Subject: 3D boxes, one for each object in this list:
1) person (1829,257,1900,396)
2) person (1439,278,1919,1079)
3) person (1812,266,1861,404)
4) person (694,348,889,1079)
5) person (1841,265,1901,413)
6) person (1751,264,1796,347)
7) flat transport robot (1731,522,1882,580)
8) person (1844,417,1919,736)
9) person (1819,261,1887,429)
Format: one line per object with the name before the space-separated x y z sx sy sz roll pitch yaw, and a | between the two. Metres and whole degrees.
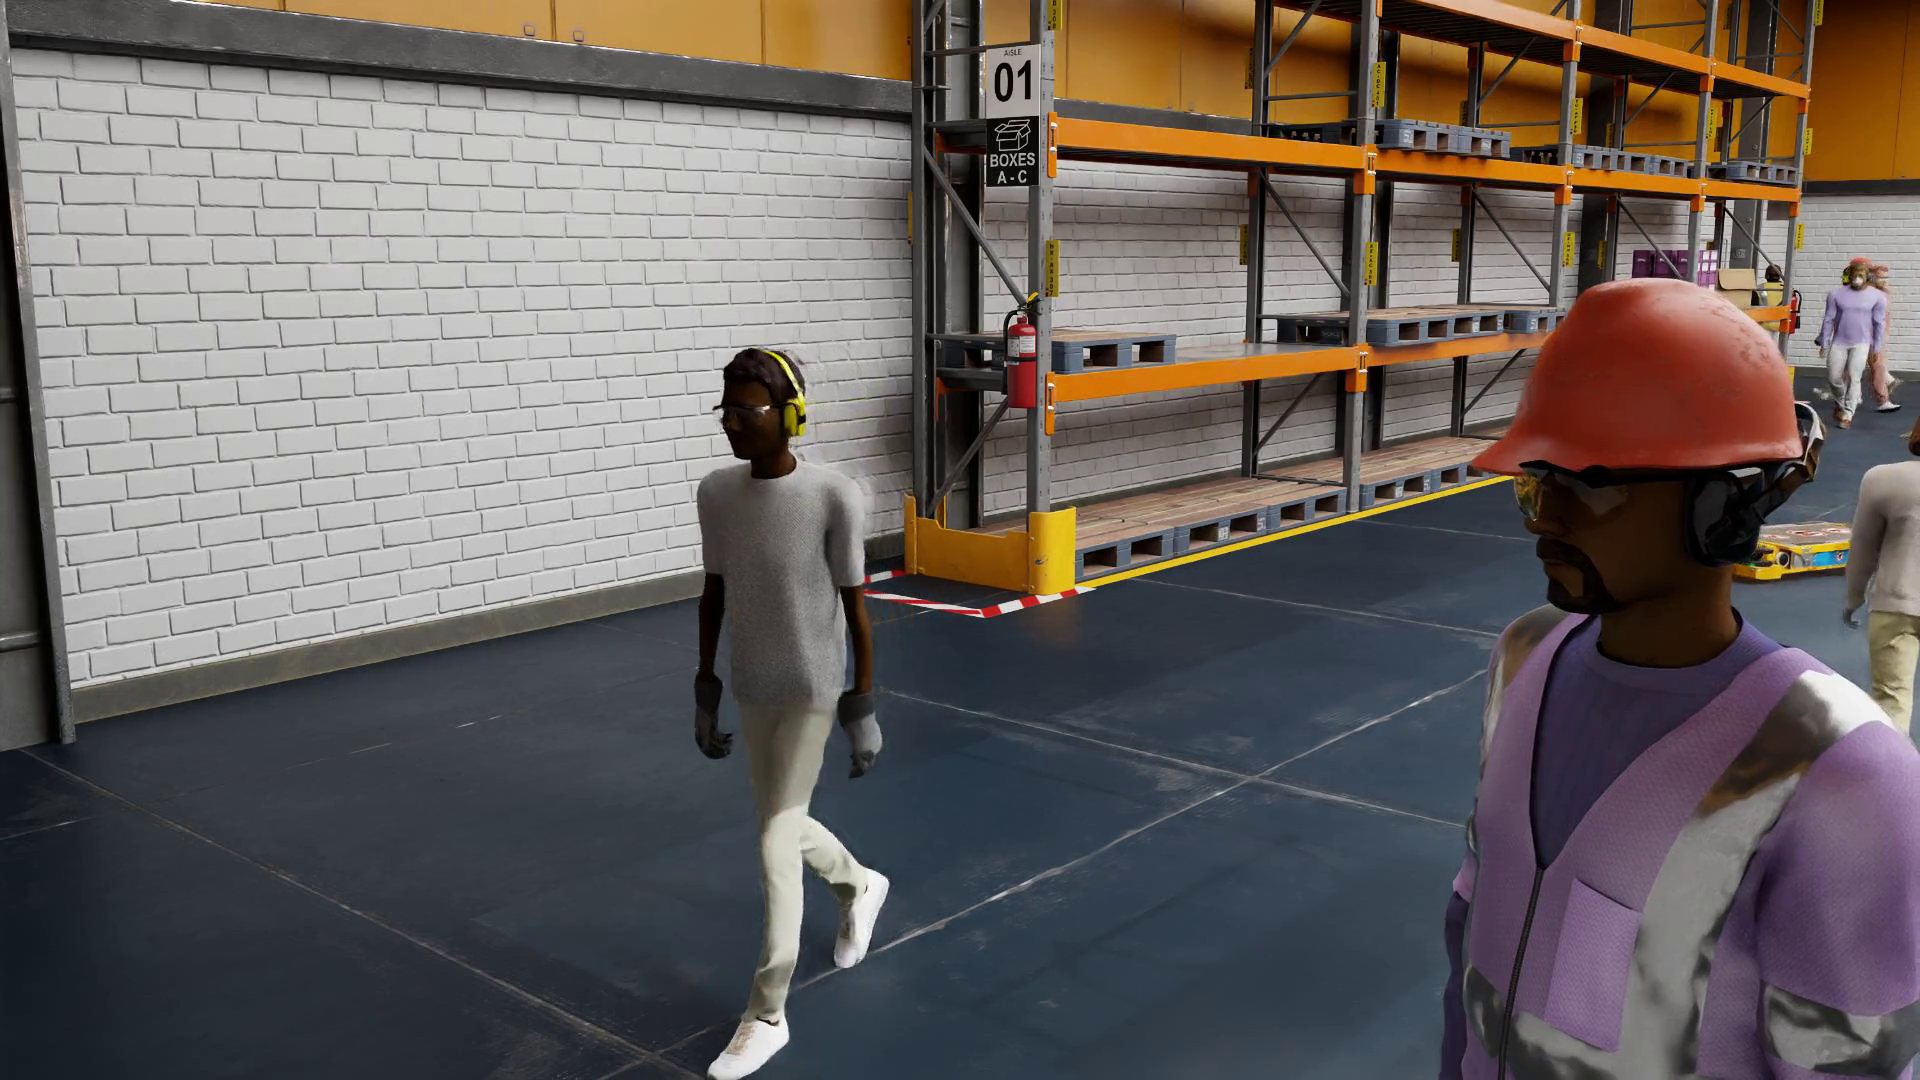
person | 12.561 -2.921 22.985 0.821 1.958 0.657 6 12 30
person | 0.696 0.749 1.809 0.375 2.044 0.607 -3 10 -18
person | 11.866 -2.755 22.398 0.524 1.827 0.937 -3 11 -19
person | -0.427 0.399 4.428 0.525 1.837 0.876 6 11 29
person | 11.480 -2.525 20.979 0.674 1.847 0.965 -1 10 -8
person | 11.676 -3.048 24.002 0.627 1.844 0.429 1 10 3
flat transport robot | 5.437 0.056 10.798 1.431 0.197 0.652 -4 11 -22
person | 3.391 0.265 5.844 0.510 1.593 0.828 6 11 29
person | 10.329 -2.254 19.250 0.651 1.925 0.603 7 12 35
